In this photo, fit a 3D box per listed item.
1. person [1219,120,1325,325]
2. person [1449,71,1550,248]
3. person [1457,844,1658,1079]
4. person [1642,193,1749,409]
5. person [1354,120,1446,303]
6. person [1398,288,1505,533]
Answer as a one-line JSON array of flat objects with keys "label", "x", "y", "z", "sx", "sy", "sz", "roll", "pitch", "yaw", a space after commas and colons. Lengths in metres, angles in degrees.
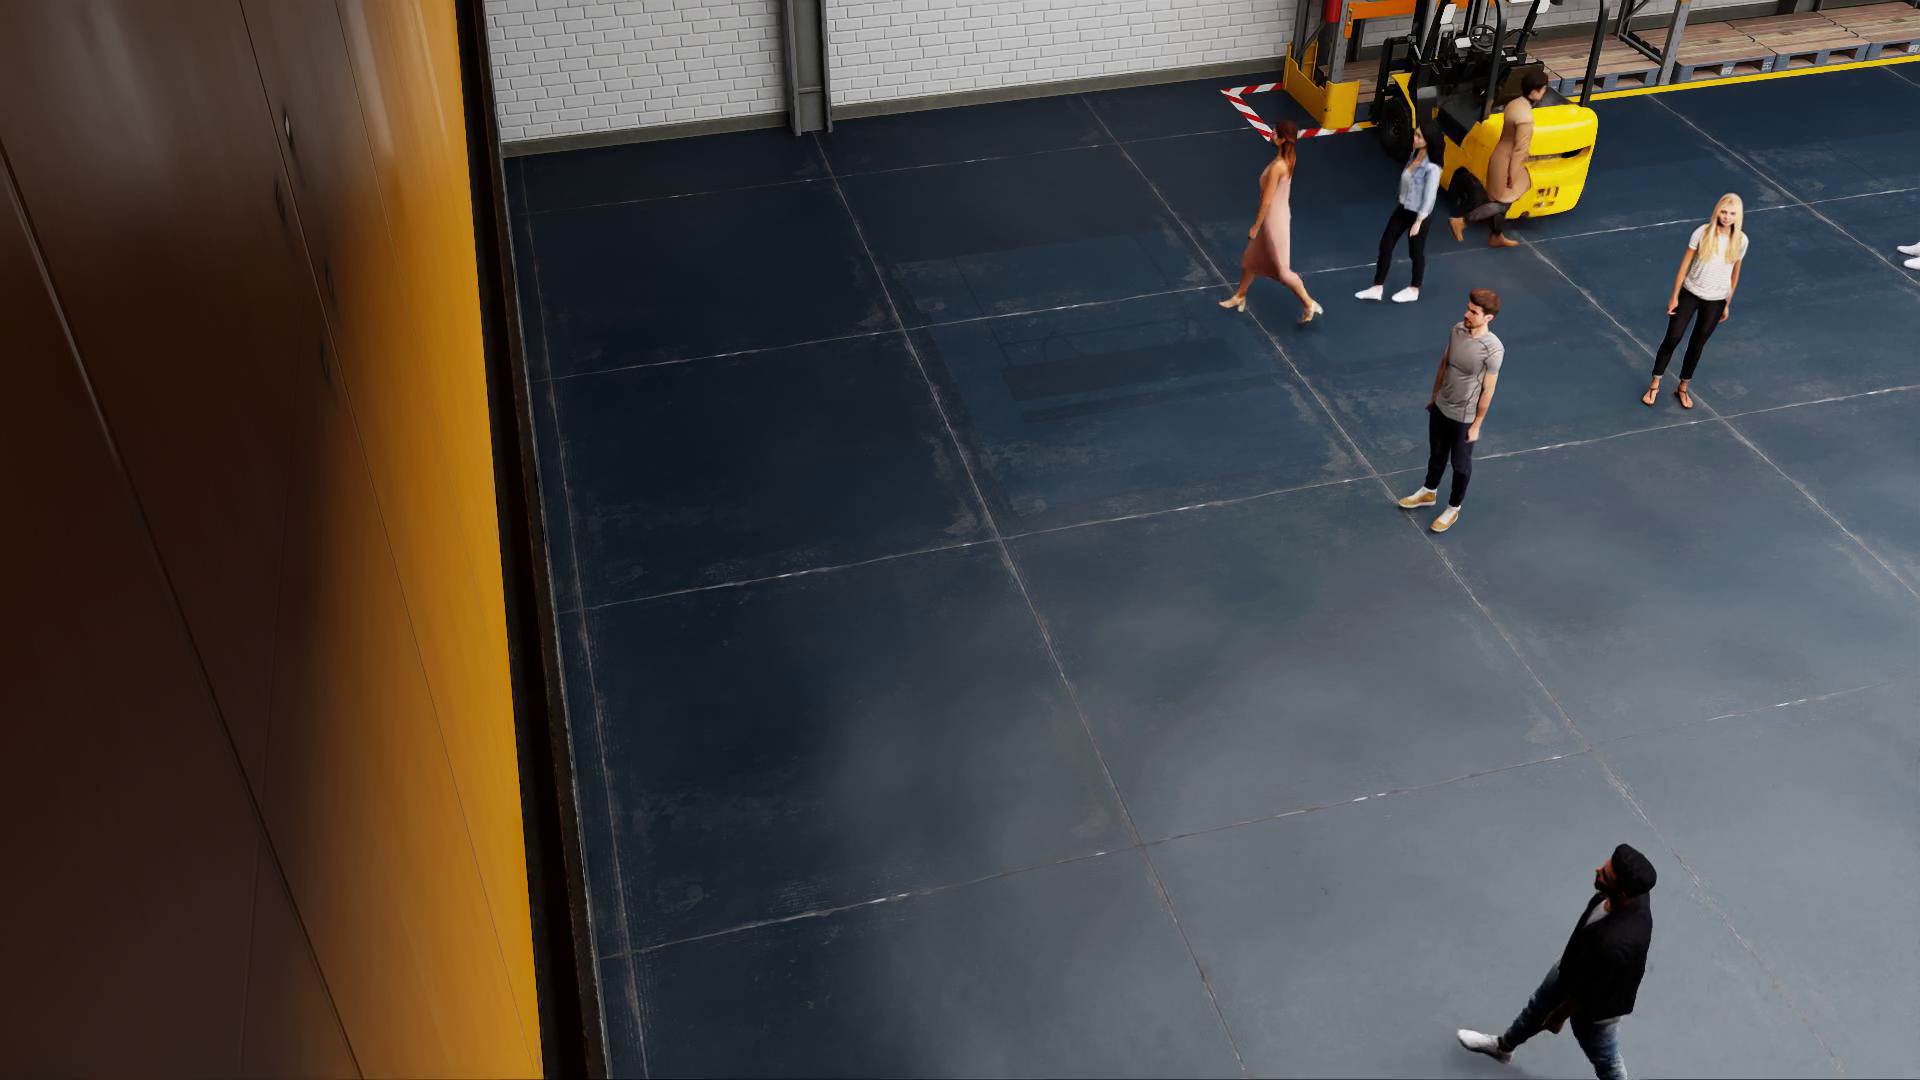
[{"label": "person", "x": 2.714, "y": -2.600, "z": 13.887, "sx": 1.200, "sy": 1.795, "sz": 1.011, "roll": 11, "pitch": 40, "yaw": 13}, {"label": "person", "x": 4.834, "y": -3.379, "z": 14.937, "sx": 1.017, "sy": 1.702, "sz": 0.816, "roll": 1, "pitch": 39, "yaw": 1}, {"label": "person", "x": 3.114, "y": 2.168, "z": 7.939, "sx": 1.254, "sy": 1.766, "sz": 1.150, "roll": 17, "pitch": 42, "yaw": 20}, {"label": "person", "x": 5.757, "y": -1.863, "z": 12.940, "sx": 0.620, "sy": 1.825, "sz": 0.750, "roll": 7, "pitch": 39, "yaw": 9}, {"label": "person", "x": 3.950, "y": -2.782, "z": 14.193, "sx": 0.799, "sy": 1.697, "sz": 0.620, "roll": -11, "pitch": 40, "yaw": -13}, {"label": "person", "x": 3.519, "y": -0.937, "z": 11.723, "sx": 0.658, "sy": 1.896, "sz": 0.698, "roll": -20, "pitch": 43, "yaw": -24}]
